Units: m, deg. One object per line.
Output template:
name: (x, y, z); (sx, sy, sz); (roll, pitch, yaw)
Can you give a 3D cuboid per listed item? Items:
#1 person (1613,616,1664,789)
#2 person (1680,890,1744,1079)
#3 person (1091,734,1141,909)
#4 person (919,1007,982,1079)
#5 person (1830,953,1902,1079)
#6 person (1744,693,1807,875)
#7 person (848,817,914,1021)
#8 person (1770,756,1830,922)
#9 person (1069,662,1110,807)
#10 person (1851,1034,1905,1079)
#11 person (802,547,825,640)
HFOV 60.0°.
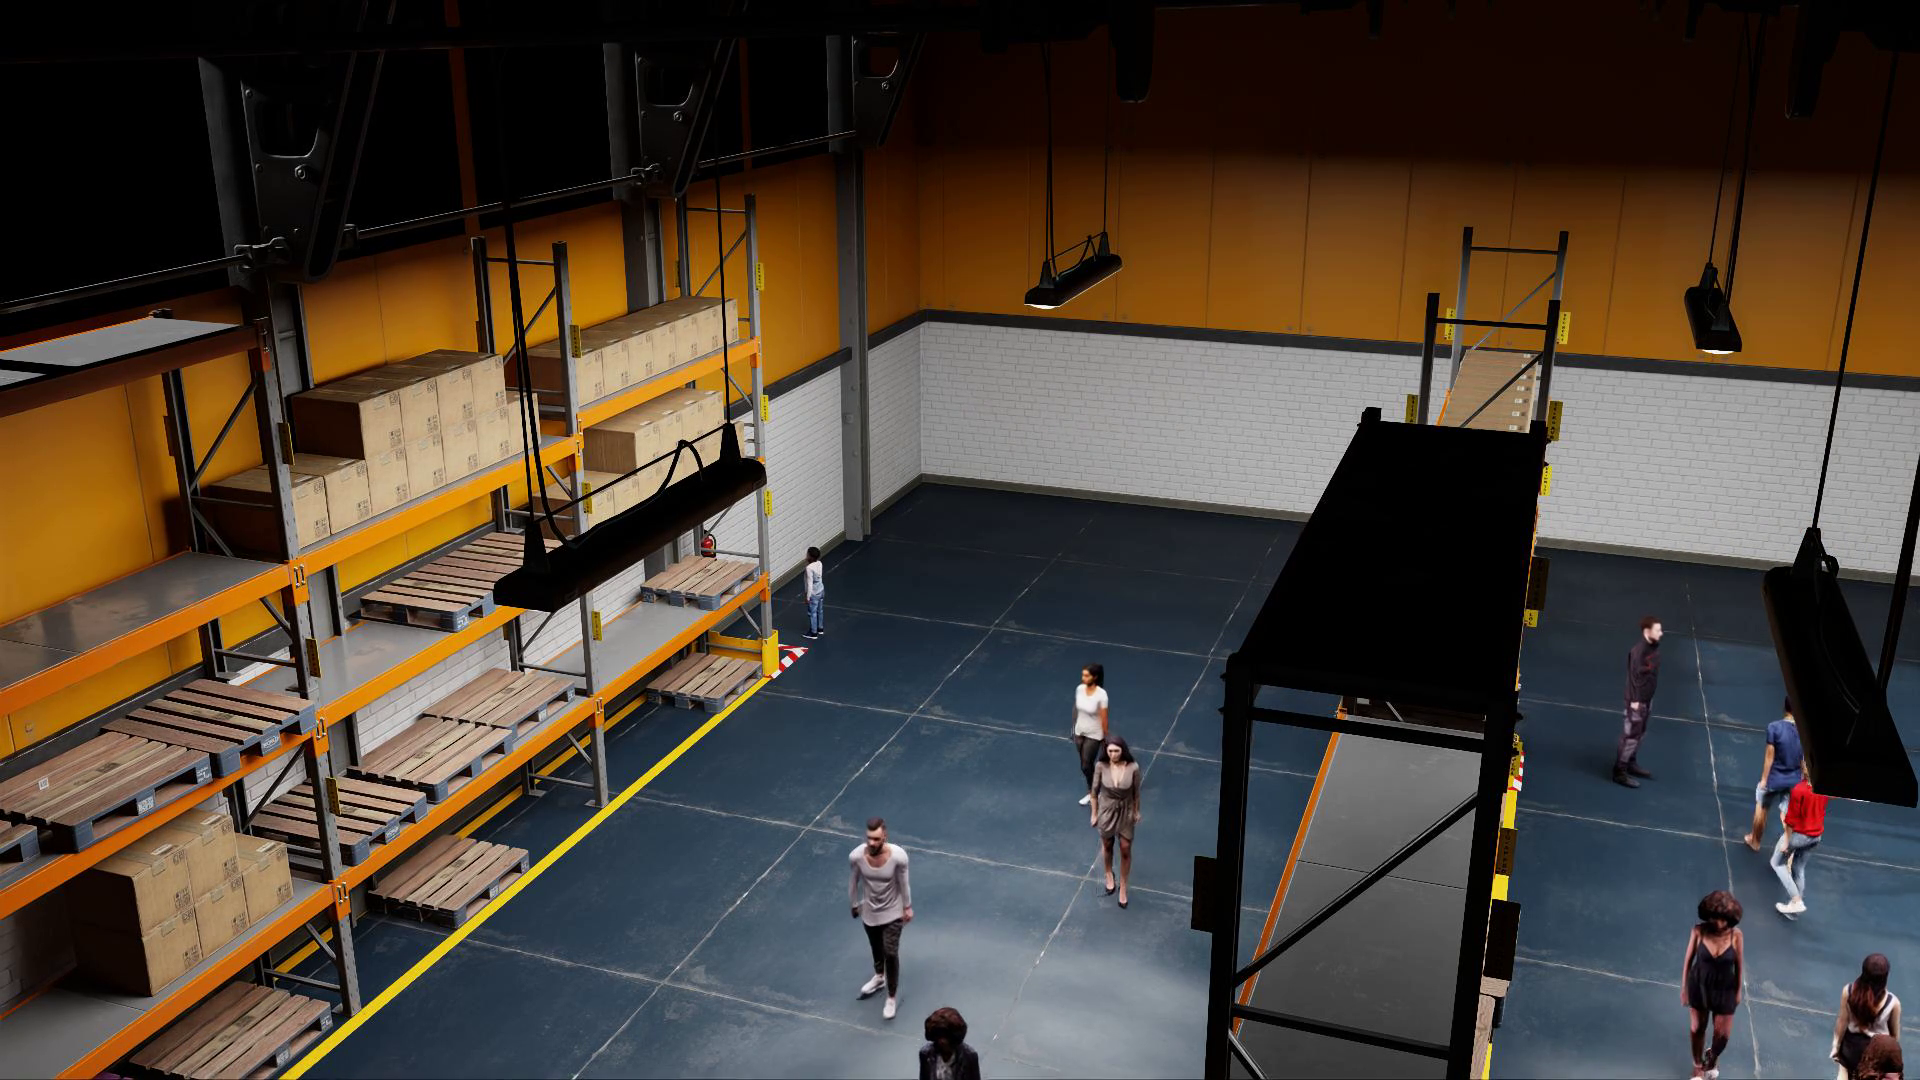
person: (7.388, 1.720, 18.101); (0.818, 1.916, 0.637); (14, 23, 36)
person: (5.894, 3.496, 13.049); (0.603, 1.773, 0.627); (7, 20, 21)
person: (1.488, 2.589, 15.815); (0.724, 1.726, 0.831); (2, 19, 6)
person: (-0.049, 4.012, 11.709); (0.779, 1.651, 1.094); (2, 19, 7)
person: (6.634, 3.851, 12.257); (0.753, 1.607, 1.136); (12, 22, 32)
person: (8.075, 2.400, 16.253); (0.839, 1.807, 1.223); (2, 19, 6)
person: (-0.653, 3.104, 14.151); (0.769, 1.813, 0.908); (5, 19, 15)
person: (7.813, 2.775, 15.327); (0.761, 1.686, 0.810); (-7, 20, -19)
person: (1.431, 2.036, 17.601); (0.711, 1.635, 0.669); (-14, 23, -37)
person: (6.004, 4.169, 11.042); (0.694, 1.779, 0.751); (4, 19, 11)
person: (-1.949, 0.684, 22.203); (0.564, 1.261, 0.456); (9, 21, 26)
